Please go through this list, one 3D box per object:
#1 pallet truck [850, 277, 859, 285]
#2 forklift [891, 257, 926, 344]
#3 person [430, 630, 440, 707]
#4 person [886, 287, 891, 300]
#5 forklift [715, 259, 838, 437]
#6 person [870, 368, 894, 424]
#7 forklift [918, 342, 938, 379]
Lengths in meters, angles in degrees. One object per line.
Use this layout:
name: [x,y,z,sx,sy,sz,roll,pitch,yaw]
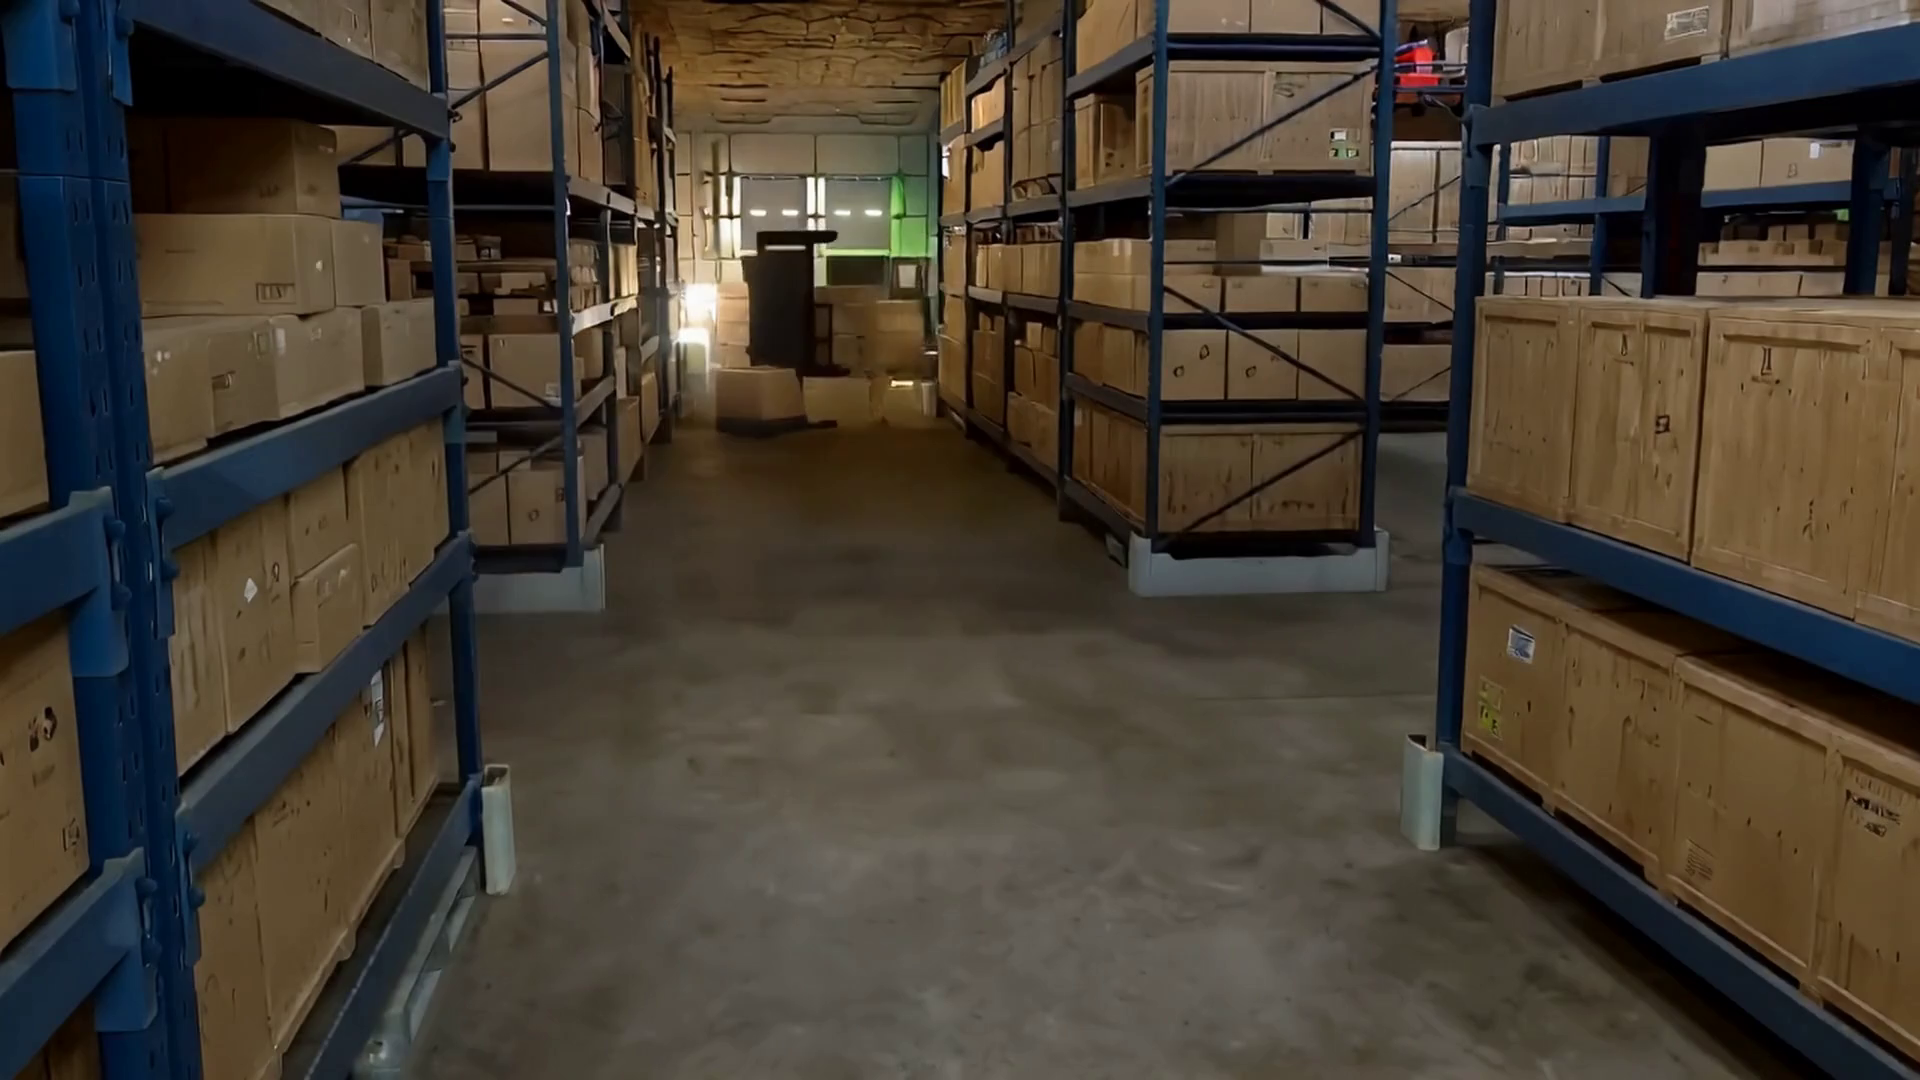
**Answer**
pallet truck: [-3.782,-9.391,65.808,1.885,1.965,0.823,2,10,10]
forklift: [-1.564,-7.038,49.539,1.129,2.768,1.873,1,10,8]
person: [-3.641,0.146,10.578,0.657,1.887,0.673,0,10,-1]
person: [-2.387,-6.926,51.718,0.571,1.894,0.931,-4,11,-24]
forklift: [-2.996,-3.137,26.831,1.129,2.768,1.873,6,12,32]
person: [-1.358,-2.825,28.617,0.311,1.642,0.513,9,13,43]
forklift: [0.123,-4.276,33.457,1.873,2.768,1.129,-1,10,-7]
